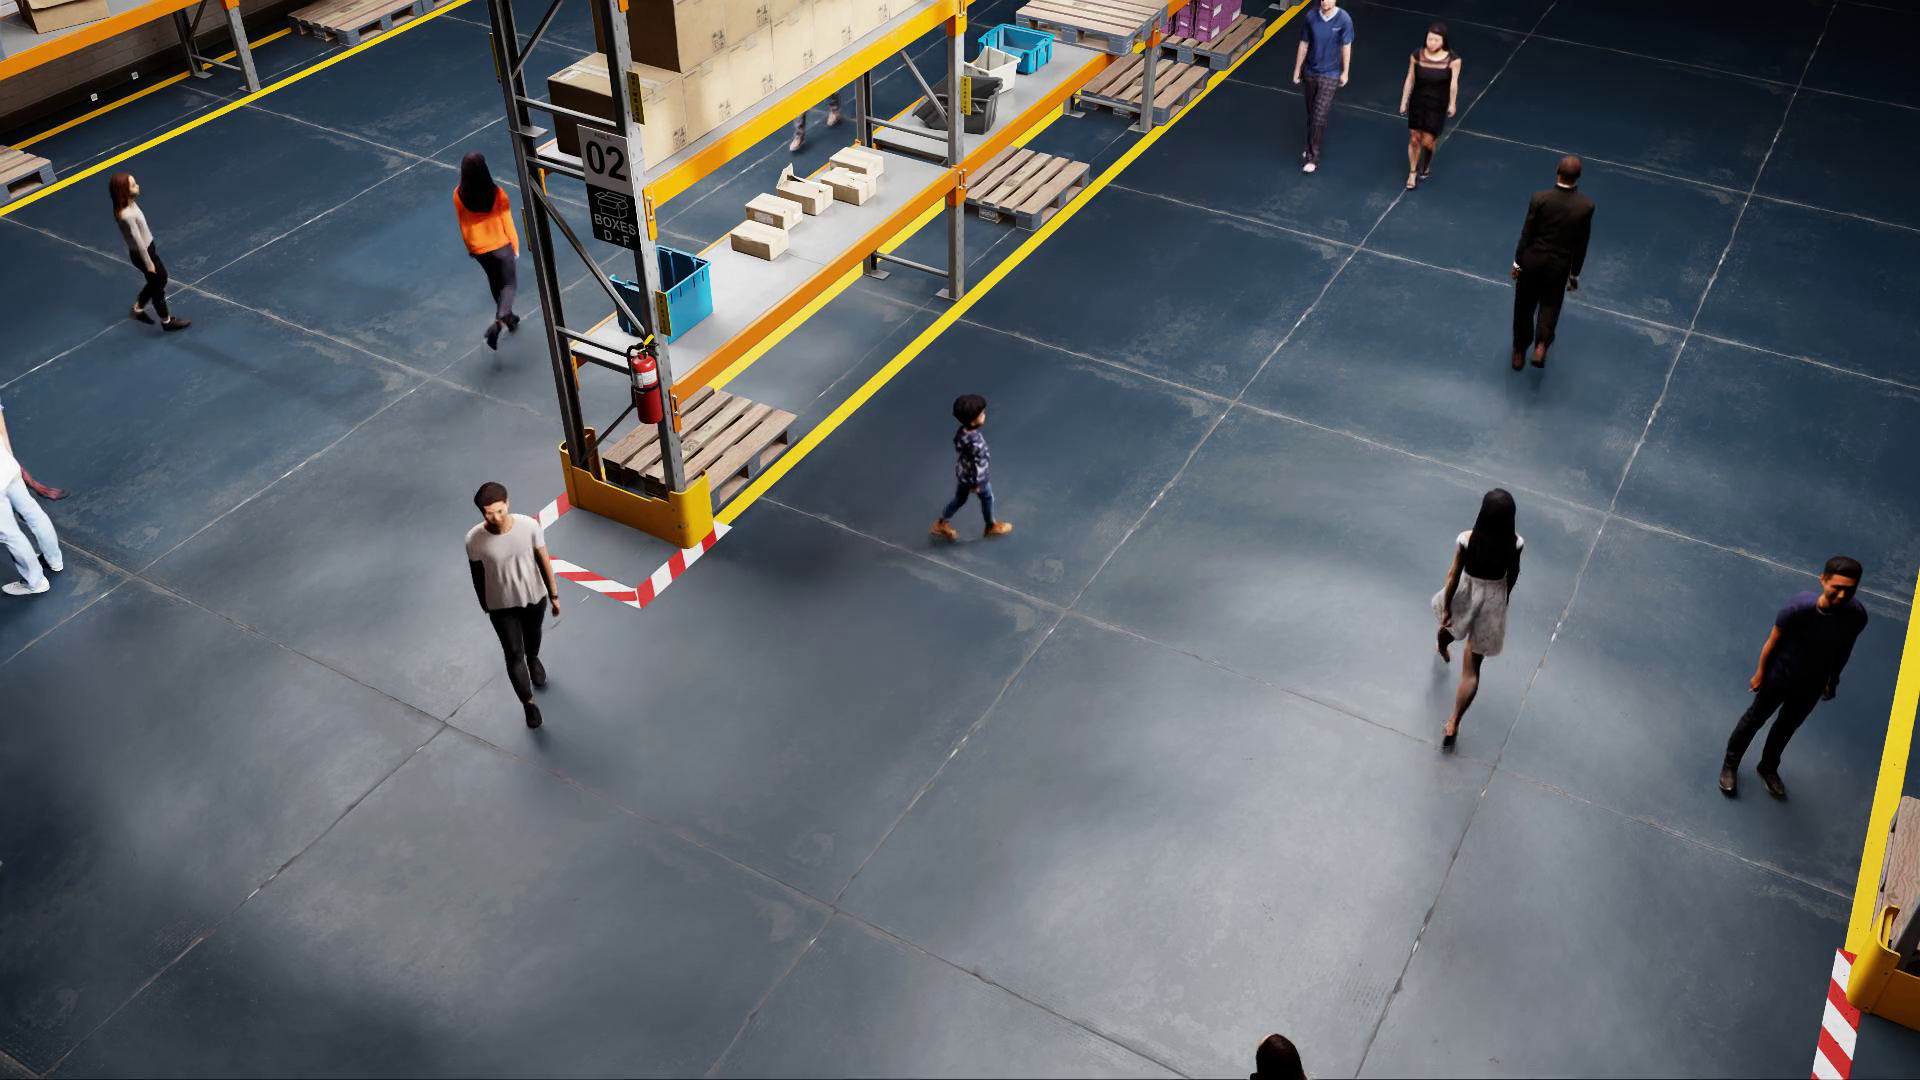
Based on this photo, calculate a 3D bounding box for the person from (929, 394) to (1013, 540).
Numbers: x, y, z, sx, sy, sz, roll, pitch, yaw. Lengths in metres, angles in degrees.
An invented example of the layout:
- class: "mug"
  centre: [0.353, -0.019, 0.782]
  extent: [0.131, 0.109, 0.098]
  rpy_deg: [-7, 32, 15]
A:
- class: "person"
  centre: [0.035, -0.487, 11.819]
  extent: [0.891, 1.229, 0.809]
  rpy_deg: [-12, 40, -14]

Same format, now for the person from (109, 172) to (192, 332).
- class: "person"
  centre: [-6.952, -2.397, 14.012]
  extent: [0.817, 1.477, 0.742]
  rpy_deg: [-16, 41, -19]

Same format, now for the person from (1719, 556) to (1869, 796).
- class: "person"
  centre: [4.918, 0.785, 9.775]
  extent: [0.705, 1.793, 0.663]
  rpy_deg: [5, 39, 7]

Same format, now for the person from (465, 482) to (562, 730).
- class: "person"
  centre: [-2.803, 0.287, 10.483]
  extent: [1.060, 1.687, 1.041]
  rpy_deg: [-16, 41, -19]

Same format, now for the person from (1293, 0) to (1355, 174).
- class: "person"
  centre: [3.628, -4.670, 16.564]
  extent: [0.677, 1.845, 0.893]
  rpy_deg: [21, 43, 24]

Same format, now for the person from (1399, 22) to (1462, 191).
- class: "person"
  centre: [4.545, -4.209, 16.096]
  extent: [0.673, 1.707, 0.663]
  rpy_deg: [18, 42, 21]

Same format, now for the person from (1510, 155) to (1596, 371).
- class: "person"
  centre: [4.708, -2.163, 13.385]
  extent: [0.818, 1.893, 0.939]
  rpy_deg: [9, 39, 11]

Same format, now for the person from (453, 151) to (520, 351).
- class: "person"
  centre: [-3.906, -2.367, 13.776]
  extent: [0.871, 1.725, 1.110]
  rpy_deg: [4, 39, 5]

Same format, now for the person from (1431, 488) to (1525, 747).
- class: "person"
  centre: [3.163, 0.506, 10.178]
  extent: [0.843, 1.725, 1.251]
  rpy_deg: [9, 39, 11]

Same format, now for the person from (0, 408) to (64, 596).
- class: "person"
  centre: [-6.545, -0.443, 11.255]
  extent: [0.813, 1.865, 0.663]
  rpy_deg: [4, 39, 5]
